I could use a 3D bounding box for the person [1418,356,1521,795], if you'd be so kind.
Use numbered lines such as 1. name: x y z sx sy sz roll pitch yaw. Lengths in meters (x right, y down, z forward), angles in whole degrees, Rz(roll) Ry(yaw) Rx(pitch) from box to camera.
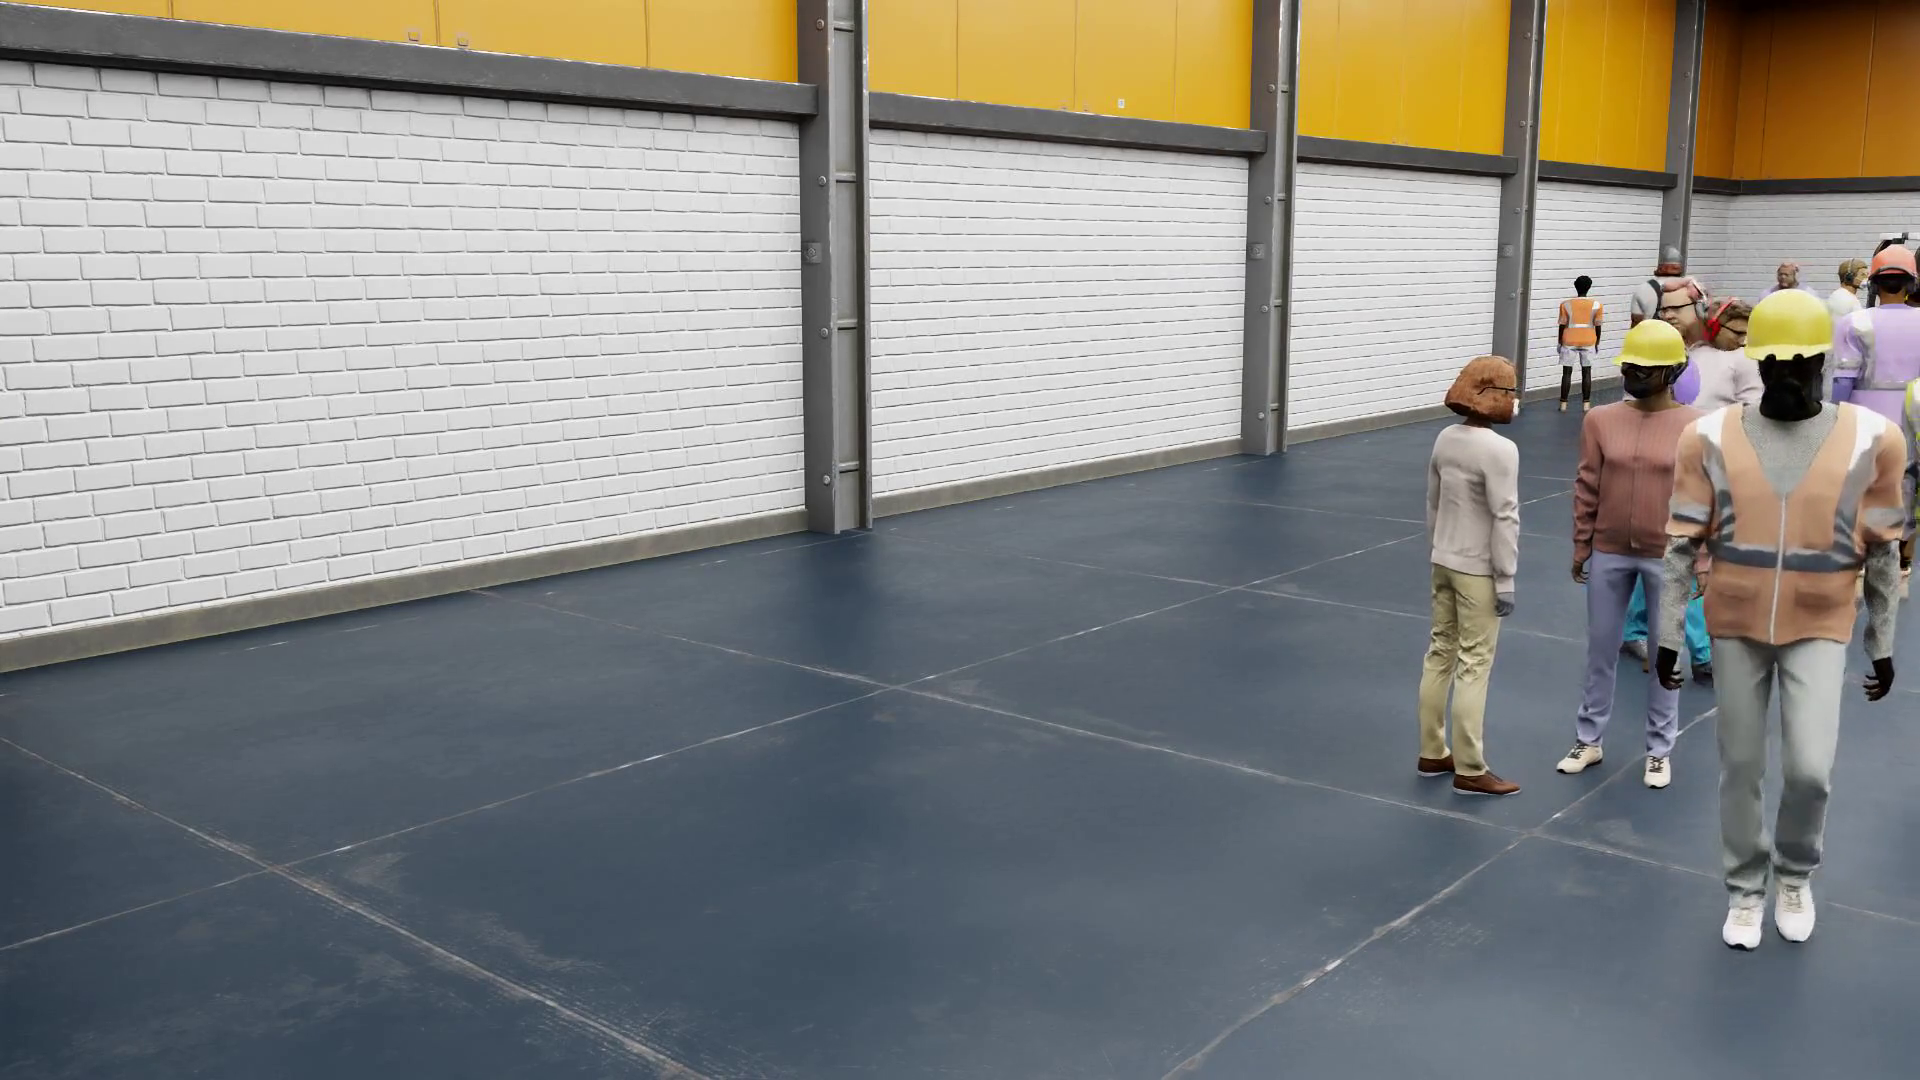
1. person: 1.921 0.128 6.235 0.287 1.631 0.501 -3 10 -15

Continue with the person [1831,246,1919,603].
1. person: 5.270 -0.653 9.532 0.610 2.037 0.400 1 10 6

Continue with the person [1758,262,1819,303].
1. person: 9.144 -2.155 18.583 0.927 1.863 0.661 -9 14 -43

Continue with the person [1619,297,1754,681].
1. person: 3.498 -0.238 7.858 0.643 1.787 0.912 -5 11 -26

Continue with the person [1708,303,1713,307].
1. person: 5.882 -1.059 13.072 0.807 1.606 0.527 -9 13 -40

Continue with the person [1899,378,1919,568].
1. person: 4.016 -0.025 6.597 0.449 1.814 0.663 -6 11 -29

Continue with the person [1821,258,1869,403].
1. person: 7.856 -1.536 14.838 0.374 1.941 0.627 6 11 30

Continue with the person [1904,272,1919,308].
1. person: 7.270 -1.125 12.778 0.530 1.847 0.759 0 10 0

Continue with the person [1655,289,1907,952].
1. person: 2.321 0.247 4.749 0.621 1.909 0.426 6 12 30

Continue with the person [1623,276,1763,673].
1. person: 3.452 -0.296 7.933 0.413 1.896 0.674 -9 14 -43

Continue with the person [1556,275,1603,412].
1. person: 7.666 -2.422 20.598 0.535 1.691 0.319 3 10 14

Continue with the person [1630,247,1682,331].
1. person: 7.377 -2.038 17.409 0.688 2.000 0.536 5 11 26

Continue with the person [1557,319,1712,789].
1. person: 2.569 0.056 6.276 0.526 1.765 0.329 8 12 37

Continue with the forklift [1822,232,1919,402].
1. forklift: 9.955 -1.972 16.595 2.313 2.155 1.214 1 10 8
